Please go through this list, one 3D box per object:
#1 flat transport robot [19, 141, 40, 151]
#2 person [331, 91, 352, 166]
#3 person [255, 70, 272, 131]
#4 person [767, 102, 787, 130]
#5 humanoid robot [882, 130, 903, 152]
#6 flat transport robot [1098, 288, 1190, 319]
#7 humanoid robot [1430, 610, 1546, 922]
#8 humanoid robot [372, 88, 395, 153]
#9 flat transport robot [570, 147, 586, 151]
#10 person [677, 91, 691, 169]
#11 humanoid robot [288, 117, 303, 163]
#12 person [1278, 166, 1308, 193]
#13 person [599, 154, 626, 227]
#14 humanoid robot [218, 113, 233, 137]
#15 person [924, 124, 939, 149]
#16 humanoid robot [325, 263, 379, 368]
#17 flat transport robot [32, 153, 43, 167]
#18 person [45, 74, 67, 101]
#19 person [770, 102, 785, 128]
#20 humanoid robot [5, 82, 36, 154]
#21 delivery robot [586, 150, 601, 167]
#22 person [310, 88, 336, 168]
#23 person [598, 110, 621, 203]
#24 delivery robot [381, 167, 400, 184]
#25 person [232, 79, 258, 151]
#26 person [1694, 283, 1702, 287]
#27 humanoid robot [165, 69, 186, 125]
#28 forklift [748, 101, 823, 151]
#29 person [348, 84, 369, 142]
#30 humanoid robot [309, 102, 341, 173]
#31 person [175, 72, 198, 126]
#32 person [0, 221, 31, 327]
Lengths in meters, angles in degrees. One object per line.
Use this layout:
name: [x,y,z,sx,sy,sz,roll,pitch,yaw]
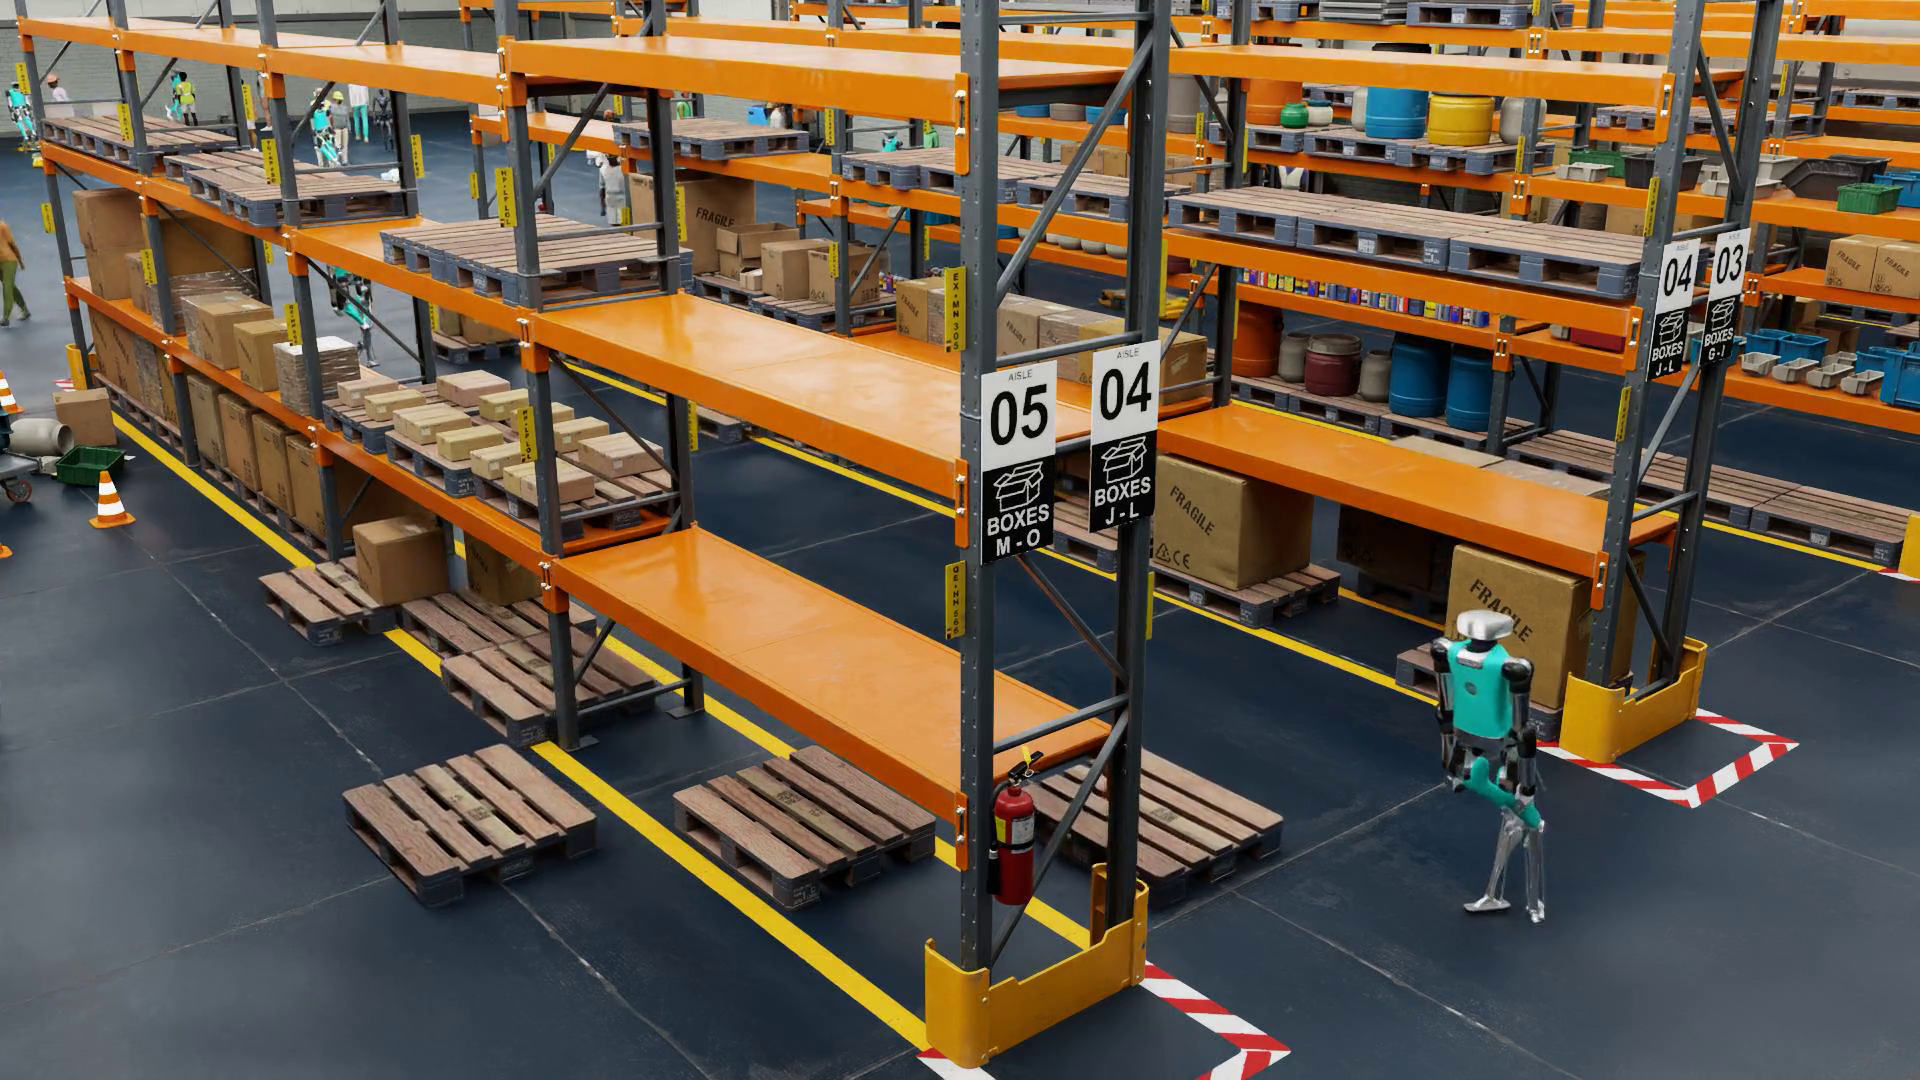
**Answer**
flat transport robot: [-23.298,-10.102,42.687,1.431,0.231,0.659,2,19,6]
person: [-14.745,-9.756,39.479,0.501,1.748,0.521,13,23,33]
person: [-19.932,-12.688,47.625,0.400,1.877,0.499,-3,20,-7]
person: [-4.057,-8.999,37.334,0.685,1.736,0.625,13,23,33]
humanoid robot: [-1.433,-6.687,30.728,1.001,1.731,0.534,-15,24,-36]
flat transport robot: [2.658,-3.347,23.461,0.659,0.231,1.431,-13,23,-33]
humanoid robot: [2.767,1.150,8.492,0.824,1.806,0.584,-18,26,-41]
humanoid robot: [-14.587,-10.669,42.178,0.601,1.644,0.374,-3,20,-8]
flat transport robot: [-9.515,-10.268,43.158,0.659,0.231,1.431,11,22,28]
person: [-6.326,-9.436,38.218,0.402,1.979,0.484,1,19,4]
humanoid robot: [-15.333,-9.130,37.815,0.549,1.641,0.608,6,20,17]
person: [5.470,-5.555,27.389,0.389,1.832,0.571,-15,24,-36]
person: [-5.531,-5.412,26.799,0.631,1.948,0.430,7,20,18]
humanoid robot: [-15.502,-8.180,35.124,0.675,1.635,0.585,-2,19,-5]
person: [-0.589,-7.539,33.189,0.479,1.736,0.317,15,24,36]
humanoid robot: [-7.171,-2.845,19.888,1.056,1.753,0.542,18,26,41]
flat transport robot: [-21.931,-9.155,39.992,0.659,0.231,1.431,-10,22,-26]
person: [-22.327,-10.527,41.285,0.883,1.995,0.668,-3,20,-8]
person: [-3.872,-8.763,36.514,0.664,1.836,0.632,-7,21,-20]
humanoid robot: [-23.574,-10.600,41.941,0.700,1.831,0.536,16,25,38]
delivery robot: [-8.549,-9.177,39.626,0.769,0.598,0.519,16,25,38]
person: [-14.767,-9.514,38.567,0.545,1.890,0.381,-14,24,-34]
person: [-6.980,-7.650,33.293,0.564,1.878,0.352,-17,26,-40]
delivery robot: [-11.900,-7.608,35.157,0.499,0.594,0.778,7,21,20]
person: [-18.103,-10.752,42.165,0.796,1.842,0.419,8,21,20]
person: [10.051,-3.840,22.751,0.529,1.669,0.722,-16,25,-38]
humanoid robot: [-22.126,-12.348,46.879,0.556,1.778,0.806,10,22,27]
forklift: [-4.526,-11.368,42.374,1.129,2.768,1.873,-15,24,-37]
person: [-16.233,-11.754,44.968,0.491,1.870,0.979,-8,21,-21]
humanoid robot: [-13.802,-8.693,36.547,0.867,1.818,0.552,13,23,33]
person: [-21.740,-12.295,46.772,0.319,1.696,0.531,17,25,39]
person: [-12.908,-3.725,22.414,0.483,1.662,0.916,2,20,7]
